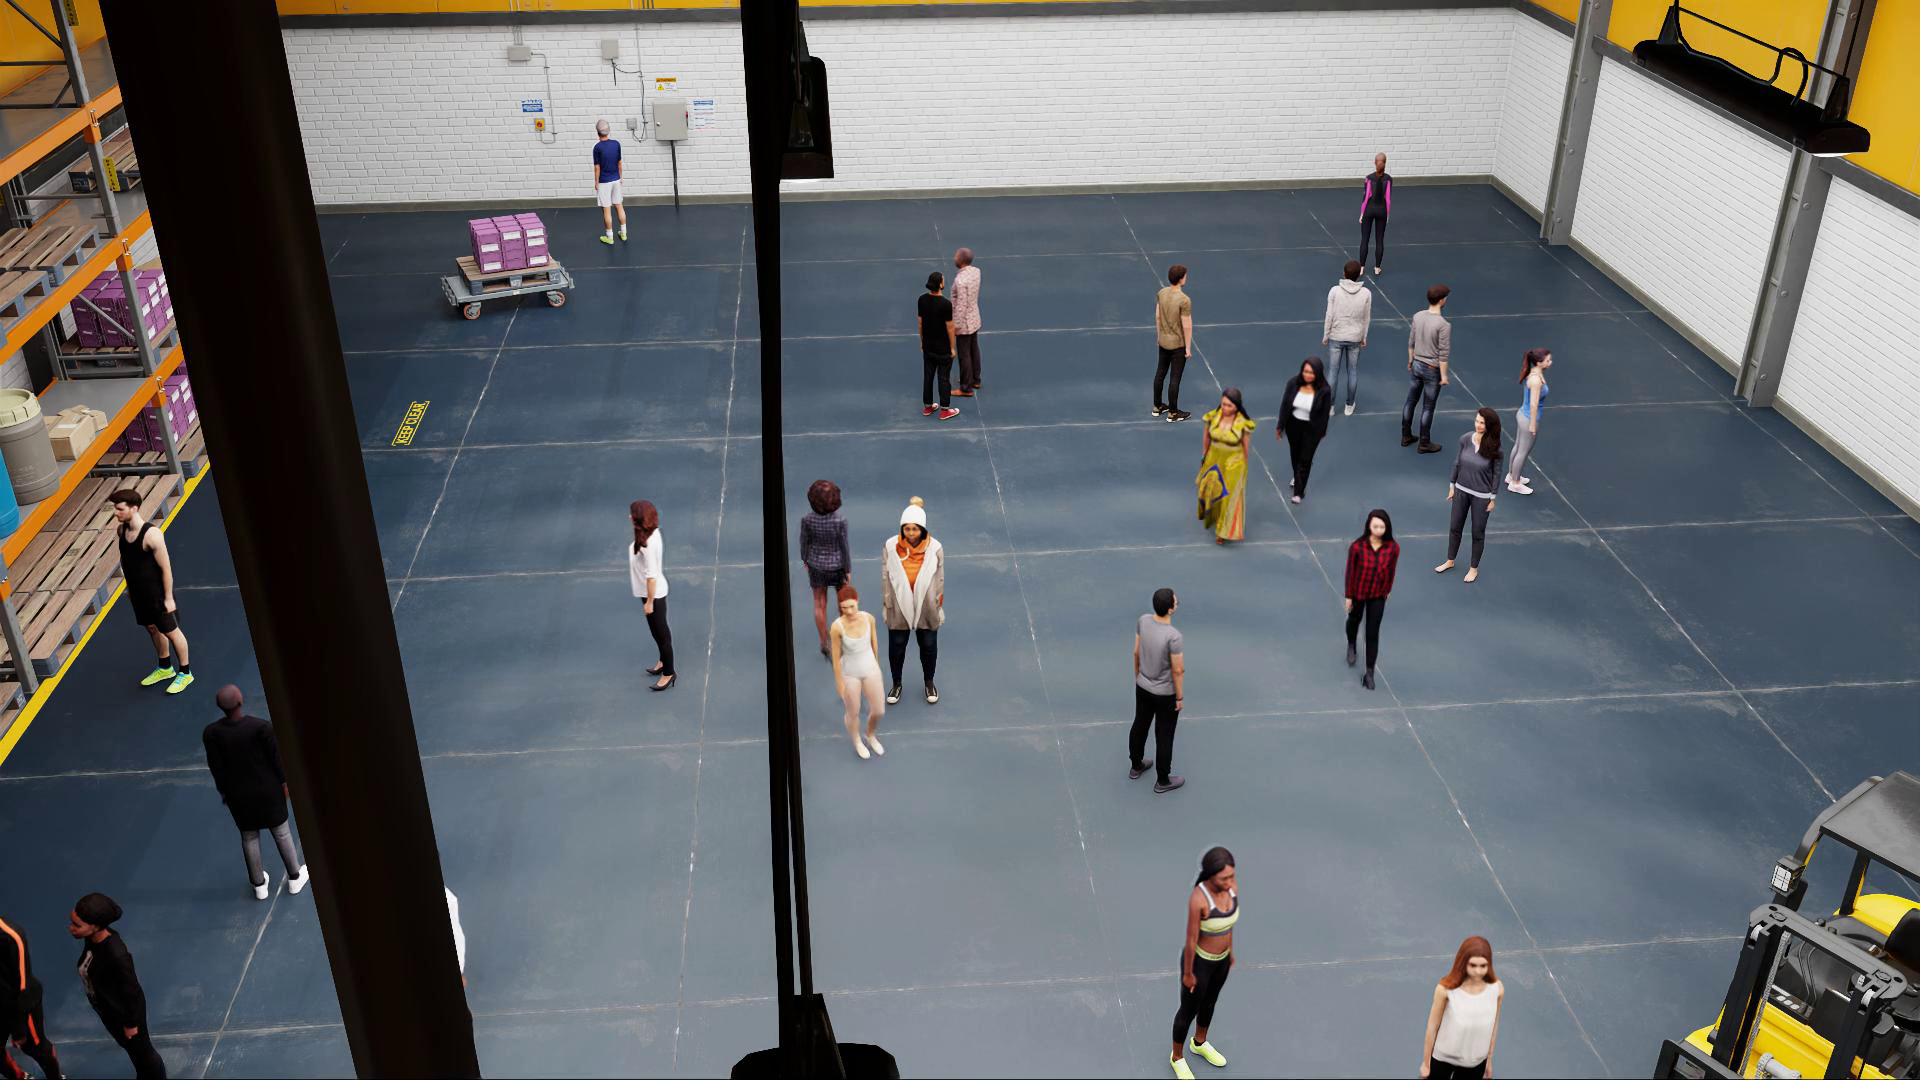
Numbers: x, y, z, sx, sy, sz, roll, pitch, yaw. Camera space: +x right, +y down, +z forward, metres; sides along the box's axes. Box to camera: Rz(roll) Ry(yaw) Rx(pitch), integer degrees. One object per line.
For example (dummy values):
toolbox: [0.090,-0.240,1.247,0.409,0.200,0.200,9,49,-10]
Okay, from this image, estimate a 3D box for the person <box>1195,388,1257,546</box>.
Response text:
person: [2.669,-0.787,16.631,0.935,1.647,1.048,10,30,17]

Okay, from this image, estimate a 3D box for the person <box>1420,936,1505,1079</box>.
person: [2.875,2.976,9.656,0.574,1.722,0.506,-1,29,-2]

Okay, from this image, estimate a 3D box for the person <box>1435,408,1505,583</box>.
person: [4.909,-0.452,15.892,0.679,1.768,0.733,21,35,33]

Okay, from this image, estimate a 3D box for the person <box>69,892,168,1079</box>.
person: [-5.060,2.800,10.026,0.683,1.675,0.738,21,35,33]

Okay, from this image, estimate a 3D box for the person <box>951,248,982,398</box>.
person: [0.077,-2.603,19.793,0.845,1.808,0.710,12,31,21]

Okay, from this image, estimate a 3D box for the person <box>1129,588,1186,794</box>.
person: [1.542,1.145,12.978,0.758,1.754,0.666,-24,36,-36]

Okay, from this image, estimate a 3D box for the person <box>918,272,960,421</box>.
person: [-0.264,-2.251,19.199,0.730,1.758,0.767,17,33,28]

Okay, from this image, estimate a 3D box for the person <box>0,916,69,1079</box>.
person: [-5.640,2.730,10.036,0.786,1.788,0.778,12,31,21]

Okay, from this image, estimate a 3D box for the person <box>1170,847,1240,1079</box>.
person: [1.523,2.600,10.312,0.643,1.753,0.663,-20,35,-32]

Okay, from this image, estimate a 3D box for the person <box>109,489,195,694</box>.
person: [-6.900,0.414,14.174,0.774,1.892,0.769,13,31,22]

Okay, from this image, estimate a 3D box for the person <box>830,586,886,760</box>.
person: [-0.861,1.032,13.319,0.665,1.627,0.678,-16,32,-26]

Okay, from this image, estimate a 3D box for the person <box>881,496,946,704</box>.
person: [-0.392,0.508,14.007,0.700,1.887,0.670,0,29,-1]

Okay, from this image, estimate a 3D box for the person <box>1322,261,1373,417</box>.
person: [4.465,-2.344,19.271,0.695,1.853,0.608,1,29,2]

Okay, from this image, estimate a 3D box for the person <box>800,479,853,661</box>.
person: [-1.185,0.302,14.608,0.776,1.673,0.954,4,29,7]

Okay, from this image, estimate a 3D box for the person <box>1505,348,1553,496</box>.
person: [6.017,-1.280,17.576,0.682,1.609,0.548,5,29,9]

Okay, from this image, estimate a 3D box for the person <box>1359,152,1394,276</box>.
person: [5.872,-4.624,23.556,0.593,1.752,0.604,2,29,4]

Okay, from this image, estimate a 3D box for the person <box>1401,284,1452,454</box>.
person: [5.158,-1.898,18.399,0.839,1.905,0.699,-17,33,-28]

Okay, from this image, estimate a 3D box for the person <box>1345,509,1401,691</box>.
person: [3.504,0.424,14.438,0.699,1.622,1.054,2,29,3]

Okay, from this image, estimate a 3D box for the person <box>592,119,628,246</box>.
person: [-5.242,-5.355,24.806,0.720,1.838,0.757,-25,37,-37]

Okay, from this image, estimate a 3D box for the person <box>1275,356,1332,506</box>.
person: [3.624,-1.202,17.475,0.983,1.567,1.179,12,31,22]

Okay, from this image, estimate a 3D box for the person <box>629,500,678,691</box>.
person: [-2.612,0.460,14.191,0.689,1.794,0.490,-6,29,-11]

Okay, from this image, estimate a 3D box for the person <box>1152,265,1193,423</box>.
person: [2.445,-2.284,19.163,0.814,1.851,0.703,-21,35,-33]

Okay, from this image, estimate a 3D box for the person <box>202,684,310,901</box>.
person: [-5.017,1.784,11.800,0.656,1.761,0.573,-5,29,-8]
